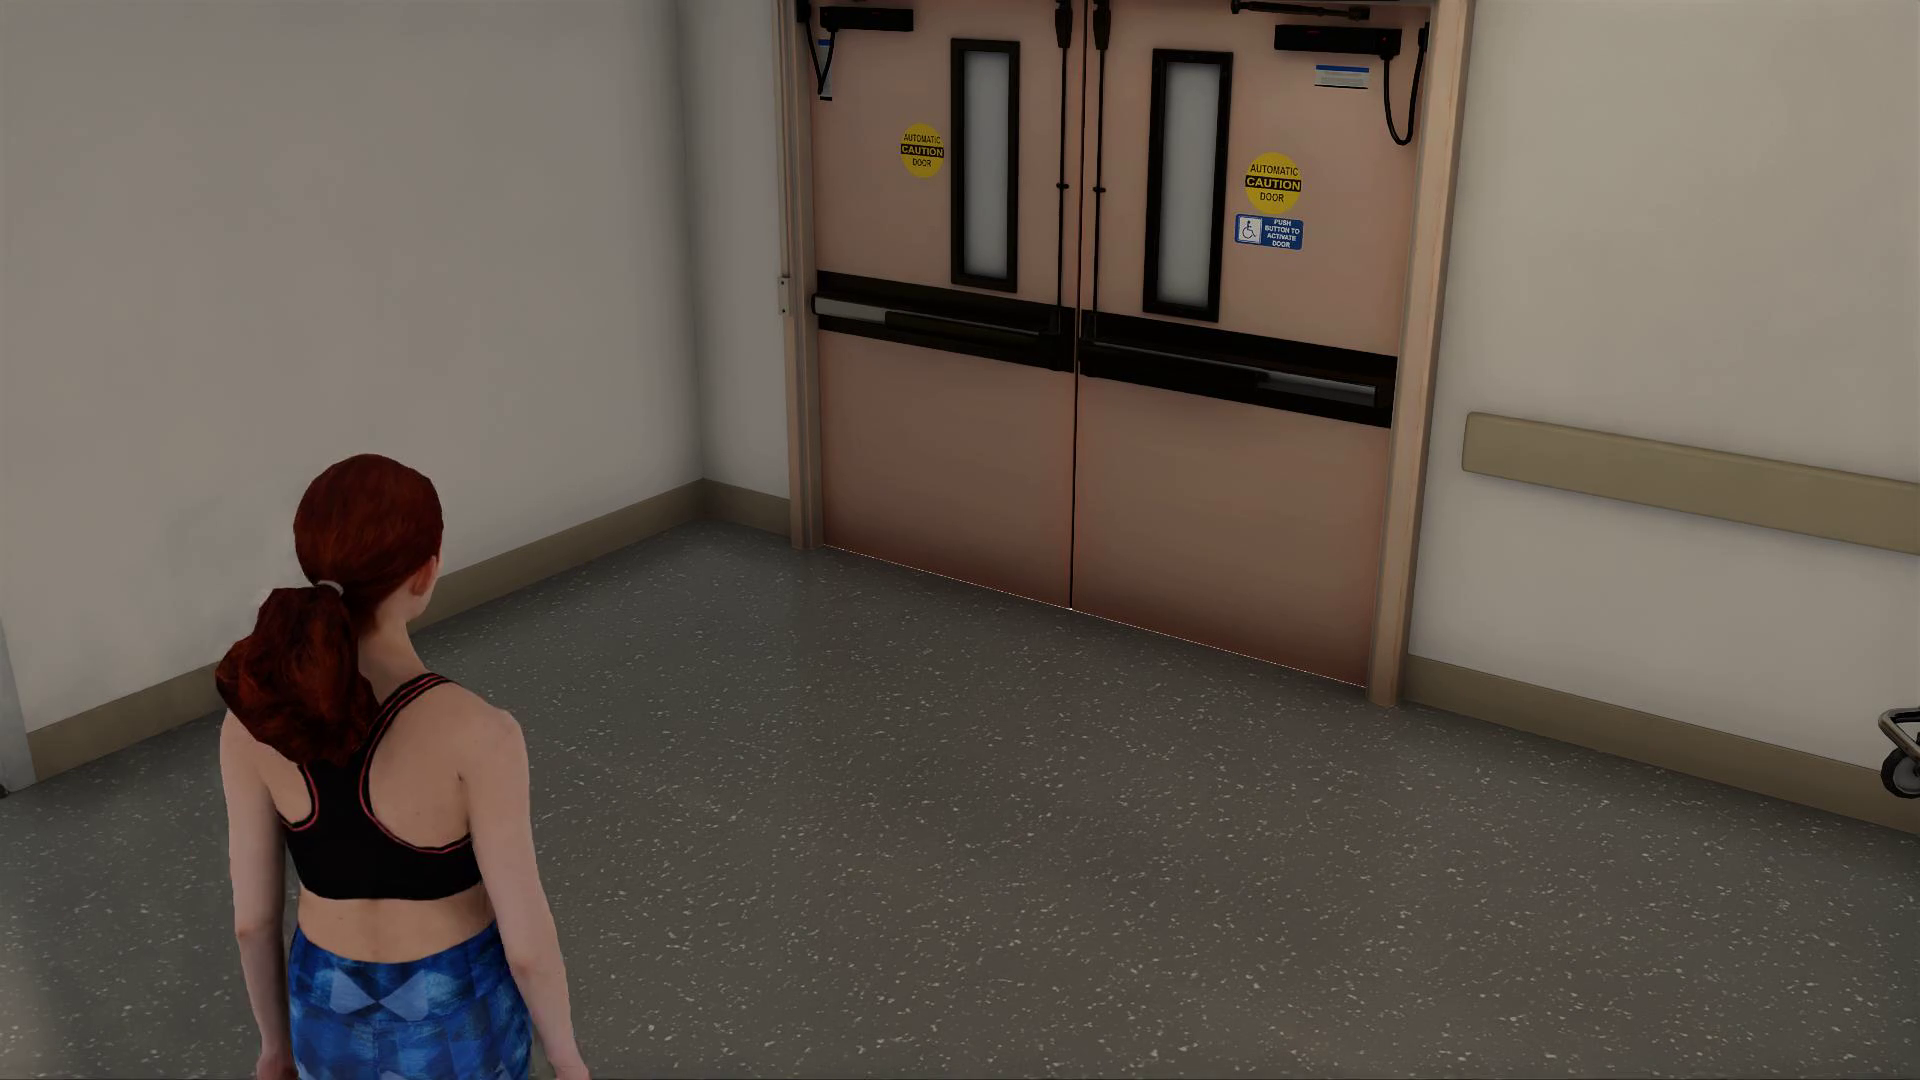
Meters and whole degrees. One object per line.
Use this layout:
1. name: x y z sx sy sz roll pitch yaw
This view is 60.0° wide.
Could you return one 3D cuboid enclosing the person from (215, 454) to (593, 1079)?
1. person: -0.778 0.766 2.318 0.879 1.746 0.995 1 21 3
